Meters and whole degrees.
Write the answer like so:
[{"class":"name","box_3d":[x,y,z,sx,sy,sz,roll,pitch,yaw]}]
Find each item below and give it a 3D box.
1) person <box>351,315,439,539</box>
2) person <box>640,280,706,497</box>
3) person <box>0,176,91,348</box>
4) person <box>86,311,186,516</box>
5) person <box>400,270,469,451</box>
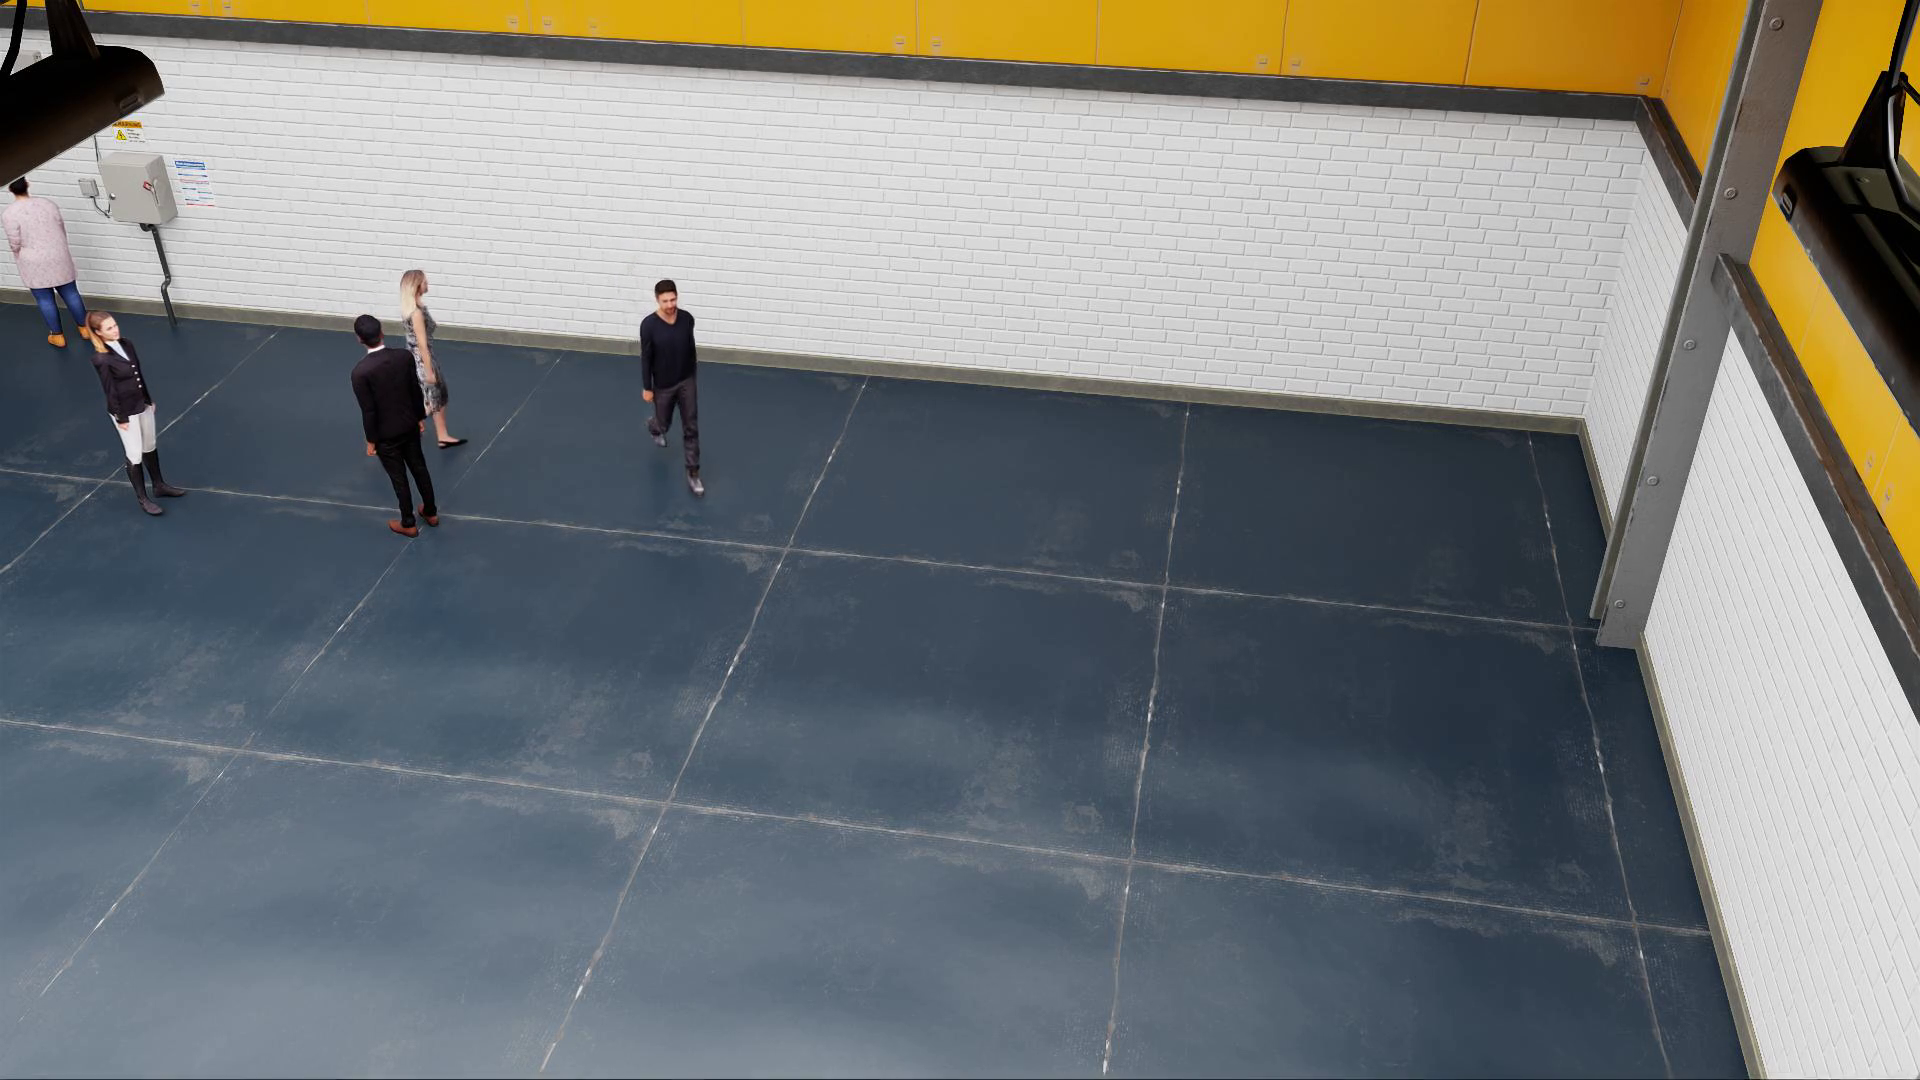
[{"class":"person","box_3d":[-4.399,-0.884,12.955,0.834,1.877,0.697,26,41,33]},{"class":"person","box_3d":[-2.382,-1.314,13.639,1.096,1.836,1.237,-17,37,-24]},{"class":"person","box_3d":[-8.707,-2.688,15.790,0.764,1.742,0.856,-29,43,-36]},{"class":"person","box_3d":[-6.627,-1.037,13.318,0.632,1.729,0.479,7,34,10]},{"class":"person","box_3d":[-4.595,-1.444,13.972,0.938,1.683,0.950,-16,37,-23]}]
